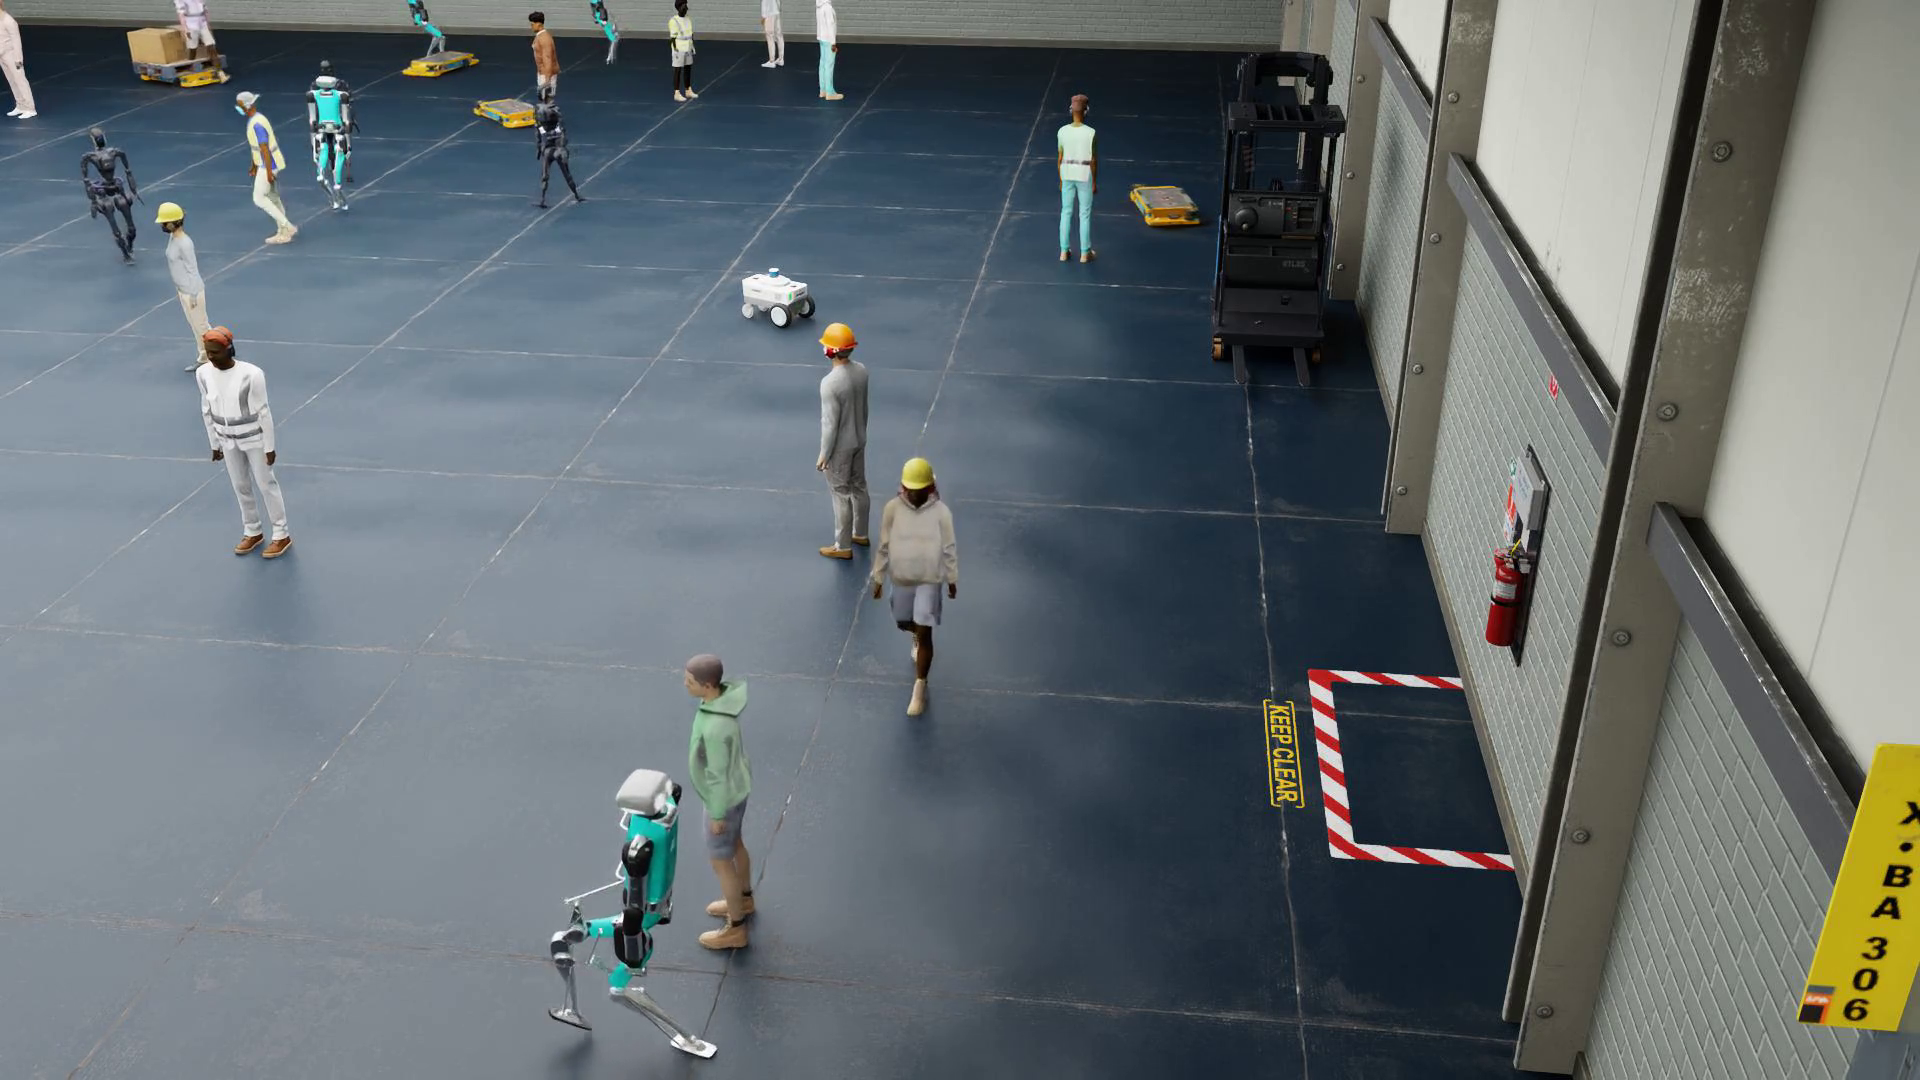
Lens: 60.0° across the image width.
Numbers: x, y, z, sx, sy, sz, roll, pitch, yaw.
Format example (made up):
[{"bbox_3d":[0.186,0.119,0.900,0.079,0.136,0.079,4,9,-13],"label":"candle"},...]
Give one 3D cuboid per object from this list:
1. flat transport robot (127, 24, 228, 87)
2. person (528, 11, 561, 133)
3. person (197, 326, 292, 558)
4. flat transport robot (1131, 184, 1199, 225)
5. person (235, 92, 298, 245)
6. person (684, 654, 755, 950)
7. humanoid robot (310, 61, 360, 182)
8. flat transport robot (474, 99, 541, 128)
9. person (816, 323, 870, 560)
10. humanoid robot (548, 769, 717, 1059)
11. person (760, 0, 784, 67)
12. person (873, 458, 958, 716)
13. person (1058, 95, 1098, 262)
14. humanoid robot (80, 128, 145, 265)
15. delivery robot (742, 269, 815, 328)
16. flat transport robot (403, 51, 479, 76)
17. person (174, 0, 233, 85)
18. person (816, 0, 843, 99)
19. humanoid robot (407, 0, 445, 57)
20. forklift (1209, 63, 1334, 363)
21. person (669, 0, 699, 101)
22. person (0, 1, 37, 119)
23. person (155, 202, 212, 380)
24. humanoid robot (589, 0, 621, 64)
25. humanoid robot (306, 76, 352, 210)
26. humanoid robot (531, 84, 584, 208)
[{"bbox_3d":[-13.905,-8.285,29.678,1.431,0.231,0.659,16,31,28],"label":"flat transport robot"},{"bbox_3d":[-6.441,-7.297,25.948,0.410,1.843,0.800,-10,28,-19],"label":"person"},{"bbox_3d":[-5.548,-0.756,12.860,0.565,1.878,0.353,5,27,9],"label":"person"},{"bbox_3d":[2.701,-4.428,21.979,0.659,0.231,1.431,-2,27,-4],"label":"flat transport robot"},{"bbox_3d":[-8.541,-4.551,20.442,0.487,1.870,0.545,-11,29,-22],"label":"person"},{"bbox_3d":[-1.252,1.359,8.793,0.325,1.733,0.482,-1,27,-1],"label":"person"},{"bbox_3d":[-8.798,-5.918,23.407,0.611,1.629,0.717,-11,29,-21],"label":"humanoid robot"},{"bbox_3d":[-7.280,-6.918,26.949,0.659,0.231,1.431,-19,32,-33],"label":"flat transport robot"},{"bbox_3d":[-0.906,-0.763,12.847,0.357,1.894,0.581,15,30,27],"label":"person"},{"bbox_3d":[-1.734,1.817,7.931,1.033,1.760,0.578,4,27,8],"label":"humanoid robot"},{"bbox_3d":[-3.473,-9.697,30.705,0.405,1.877,0.498,21,33,35],"label":"person"},{"bbox_3d":[-0.285,0.222,11.058,0.545,1.741,0.790,5,27,9],"label":"person"},{"bbox_3d":[1.394,-4.292,19.803,0.486,1.979,0.404,9,28,18],"label":"person"},{"bbox_3d":[-10.075,-4.099,19.776,0.598,1.646,0.438,-23,35,-38],"label":"humanoid robot"},{"bbox_3d":[-2.013,-2.663,18.119,0.766,0.580,0.499,16,31,29],"label":"delivery robot"},{"bbox_3d":[-9.565,-8.780,30.666,0.659,0.231,1.431,9,28,17],"label":"flat transport robot"},{"bbox_3d":[-13.288,-8.955,29.086,0.985,2.000,0.627,19,32,33],"label":"person"},{"bbox_3d":[-2.243,-8.460,28.190,0.366,1.915,0.500,-12,29,-23],"label":"person"},{"bbox_3d":[-9.905,-9.747,30.973,0.785,1.789,0.530,-21,33,-36],"label":"humanoid robot"},{"bbox_3d":[3.241,-3.477,17.183,1.129,2.768,1.873,3,27,6],"label":"forklift"},{"bbox_3d":[-4.684,-8.299,28.120,0.322,1.690,0.532,16,31,29],"label":"person"},{"bbox_3d":[-15.379,-7.793,26.872,0.650,1.903,0.405,19,33,34],"label":"person"},{"bbox_3d":[-7.601,-2.453,16.362,0.306,1.769,0.523,-20,33,-34],"label":"person"},{"bbox_3d":[-6.573,-9.750,31.050,0.787,1.839,0.540,-16,31,-29],"label":"humanoid robot"},{"bbox_3d":[-8.187,-5.068,21.640,0.561,1.791,0.852,-4,27,-8],"label":"humanoid robot"},{"bbox_3d":[-5.375,-5.206,22.017,0.603,1.631,0.780,18,32,32],"label":"humanoid robot"}]
